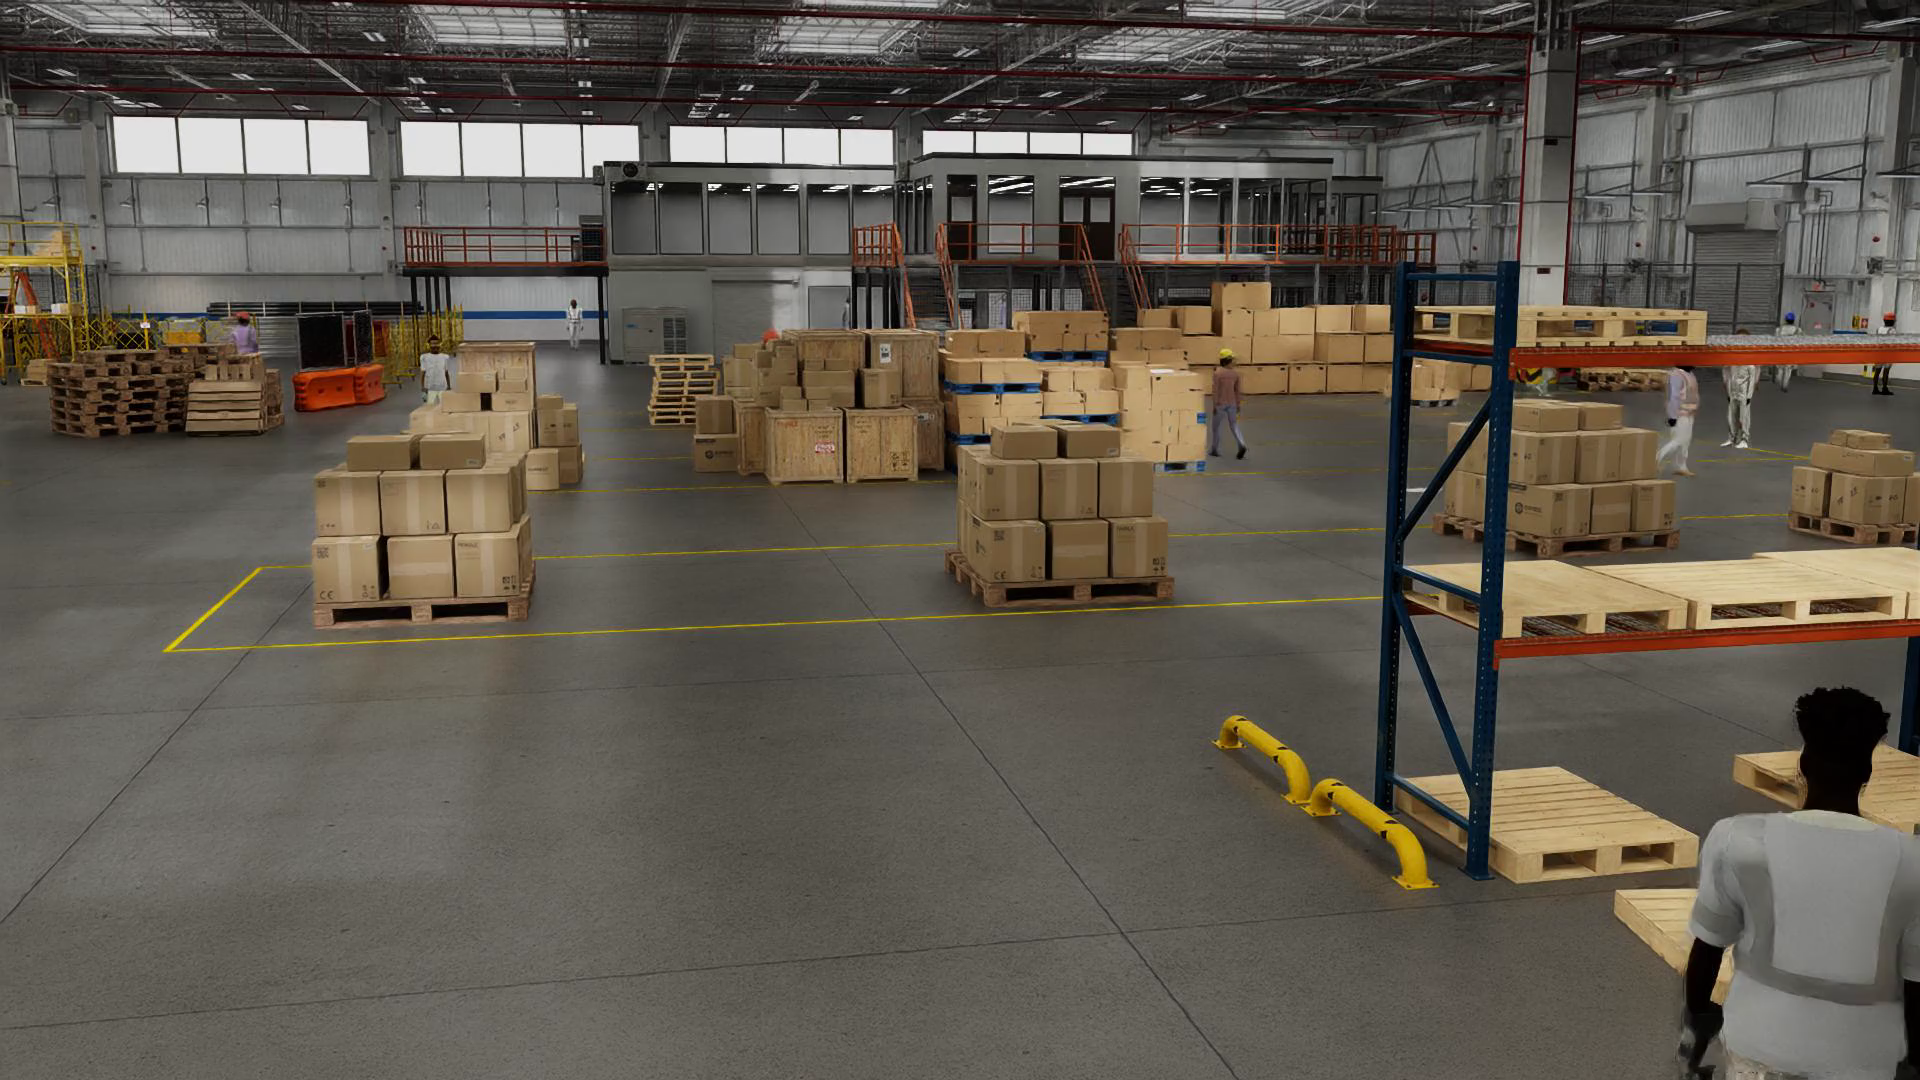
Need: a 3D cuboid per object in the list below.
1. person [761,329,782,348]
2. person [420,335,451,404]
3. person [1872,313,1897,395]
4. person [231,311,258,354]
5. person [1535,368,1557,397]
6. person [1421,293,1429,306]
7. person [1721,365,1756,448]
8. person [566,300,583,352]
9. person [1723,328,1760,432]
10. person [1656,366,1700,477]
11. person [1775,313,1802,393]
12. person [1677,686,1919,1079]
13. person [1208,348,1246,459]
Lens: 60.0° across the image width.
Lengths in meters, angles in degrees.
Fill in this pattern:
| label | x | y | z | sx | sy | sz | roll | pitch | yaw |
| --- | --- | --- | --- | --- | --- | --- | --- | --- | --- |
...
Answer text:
| label | x | y | z | sx | sy | sz | roll | pitch | yaw |
| --- | --- | --- | --- | --- | --- | --- | --- | --- | --- |
| person | -3.052 | -2.445 | 27.210 | 0.374 | 1.997 | 0.613 | 0 | 9 | -2 |
| person | -8.824 | -2.514 | 28.036 | 0.532 | 1.866 | 0.319 | -6 | 11 | -35 |
| person | 21.826 | -4.383 | 39.215 | 0.369 | 1.933 | 0.551 | -3 | 10 | -19 |
| person | -16.053 | -4.140 | 37.438 | 0.642 | 2.028 | 0.424 | 1 | 9 | 6 |
| person | 13.566 | -4.240 | 38.420 | 0.445 | 1.915 | 0.588 | -2 | 9 | -10 |
| person | 18.109 | -8.622 | 64.866 | 0.379 | 1.996 | 0.609 | 4 | 10 | 23 |
| person | 12.998 | -2.400 | 27.733 | 0.311 | 1.736 | 0.483 | -3 | 10 | -18 |
| person | -13.747 | -7.648 | 59.408 | 0.583 | 1.836 | 0.968 | -3 | 10 | -17 |
| person | 14.342 | -2.946 | 30.548 | 0.635 | 1.914 | 0.912 | 5 | 10 | 27 |
| person | 10.312 | -1.805 | 23.847 | 0.520 | 1.829 | 0.632 | 8 | 12 | 40 |
| person | 20.002 | -4.518 | 40.172 | 0.640 | 1.887 | 1.037 | 6 | 11 | 34 |
| person | 2.248 | 1.334 | 4.414 | 0.616 | 1.927 | 0.978 | 4 | 10 | 24 |
| person | 4.228 | -2.147 | 26.192 | 0.530 | 1.740 | 0.811 | -4 | 10 | -23 |
